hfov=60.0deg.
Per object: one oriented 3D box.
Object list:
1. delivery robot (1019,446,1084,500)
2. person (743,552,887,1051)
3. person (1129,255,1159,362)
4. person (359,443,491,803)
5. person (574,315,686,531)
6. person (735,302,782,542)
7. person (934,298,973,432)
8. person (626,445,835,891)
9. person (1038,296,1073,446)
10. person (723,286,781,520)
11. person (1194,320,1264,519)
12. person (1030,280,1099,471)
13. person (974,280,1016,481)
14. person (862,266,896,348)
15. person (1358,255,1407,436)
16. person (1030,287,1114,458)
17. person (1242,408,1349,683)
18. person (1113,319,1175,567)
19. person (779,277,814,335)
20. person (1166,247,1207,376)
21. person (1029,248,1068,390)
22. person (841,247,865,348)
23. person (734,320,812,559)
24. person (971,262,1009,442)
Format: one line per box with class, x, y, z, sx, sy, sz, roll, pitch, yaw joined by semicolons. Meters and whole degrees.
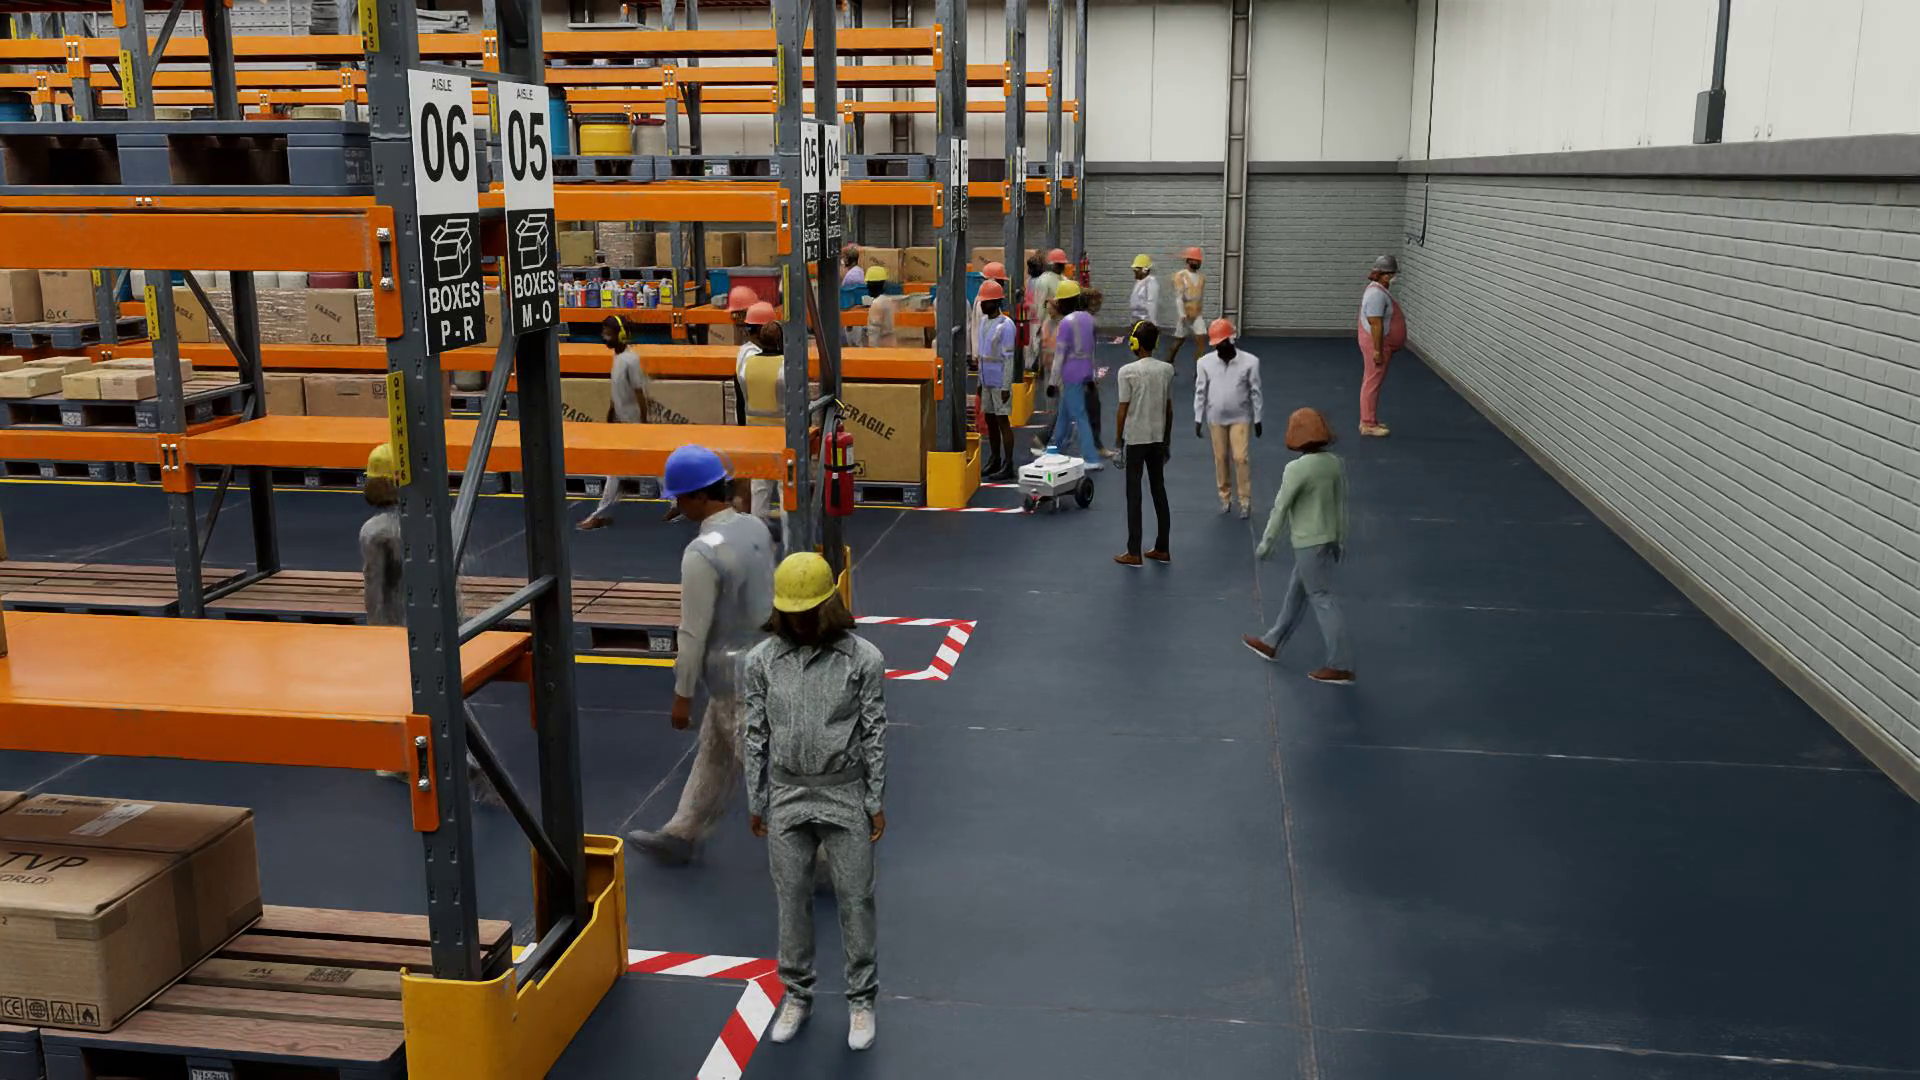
delivery robot;0.811;-0.583;14.674;0.477;0.478;0.707;7;14;30
person;-0.490;0.880;5.614;0.490;1.729;0.321;1;13;6
person;2.500;-3.068;23.231;0.535;1.812;0.616;-3;13;-12
person;-2.520;0.399;7.841;0.825;1.711;0.493;7;14;28
person;-2.739;-0.987;13.890;0.992;1.814;0.627;-5;14;-23
person;-1.607;-0.945;13.400;0.392;1.929;0.546;-3;13;-13
person;-0.035;-2.186;19.049;0.408;1.909;0.642;-7;14;-29
person;-0.940;0.531;6.858;1.003;1.873;0.652;3;13;15
person;1.056;-1.847;18.147;0.320;1.631;0.525;-11;17;-42
person;-1.767;-1.137;14.075;0.869;1.997;0.669;2;13;9
person;2.302;-1.037;14.332;0.584;1.704;0.712;4;13;19
person;1.025;-1.644;16.644;0.926;1.881;0.595;7;14;27
person;0.314;-1.537;16.080;0.392;1.929;0.547;-8;15;-31
person;-0.863;-2.152;18.889;0.540;1.907;0.600;1;13;6
person;4.793;-2.218;18.887;0.535;2.000;0.686;3;13;11
person;1.177;-1.703;17.120;0.848;1.808;0.506;1;13;4
person;1.987;0.019;9.790;0.832;1.586;0.512;11;16;40
person;1.390;-0.729;12.589;0.507;1.861;0.327;-7;14;-28
person;-2.345;-2.929;22.717;1.000;1.788;0.634;9;16;36
person;3.308;-3.276;24.004;0.541;1.891;0.934;-6;14;-24
person;1.267;-2.959;22.477;1.045;1.948;0.602;8;15;31
person;-1.476;-3.055;22.899;0.372;1.940;0.630;0;12;1
person;-1.400;-0.756;12.737;0.634;1.842;0.429;6;14;26
person;0.332;-2.063;18.328;0.410;1.979;0.629;-2;13;-10
